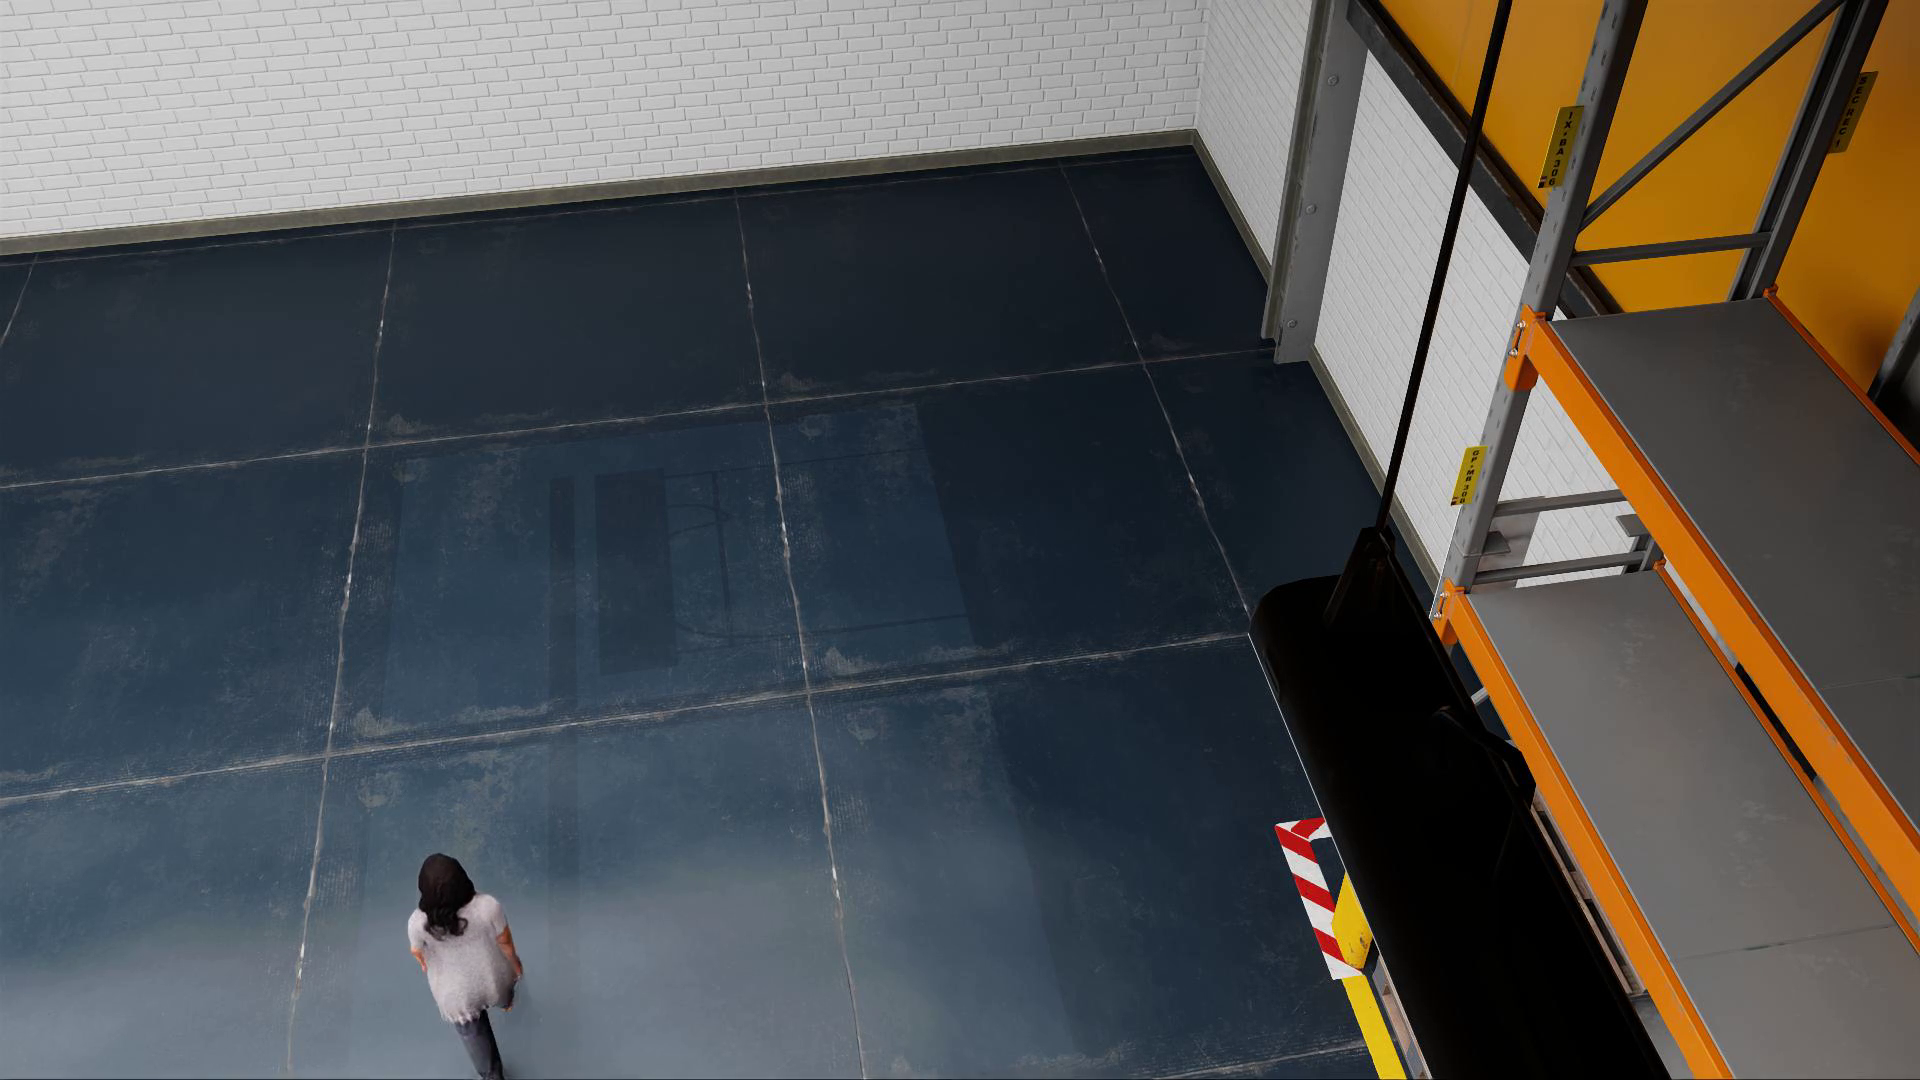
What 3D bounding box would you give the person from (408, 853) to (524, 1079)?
[{"bbox_3d":[-2.433,2.198,8.291,0.745,1.571,1.058,-14,45,-14],"label":"person"}]
